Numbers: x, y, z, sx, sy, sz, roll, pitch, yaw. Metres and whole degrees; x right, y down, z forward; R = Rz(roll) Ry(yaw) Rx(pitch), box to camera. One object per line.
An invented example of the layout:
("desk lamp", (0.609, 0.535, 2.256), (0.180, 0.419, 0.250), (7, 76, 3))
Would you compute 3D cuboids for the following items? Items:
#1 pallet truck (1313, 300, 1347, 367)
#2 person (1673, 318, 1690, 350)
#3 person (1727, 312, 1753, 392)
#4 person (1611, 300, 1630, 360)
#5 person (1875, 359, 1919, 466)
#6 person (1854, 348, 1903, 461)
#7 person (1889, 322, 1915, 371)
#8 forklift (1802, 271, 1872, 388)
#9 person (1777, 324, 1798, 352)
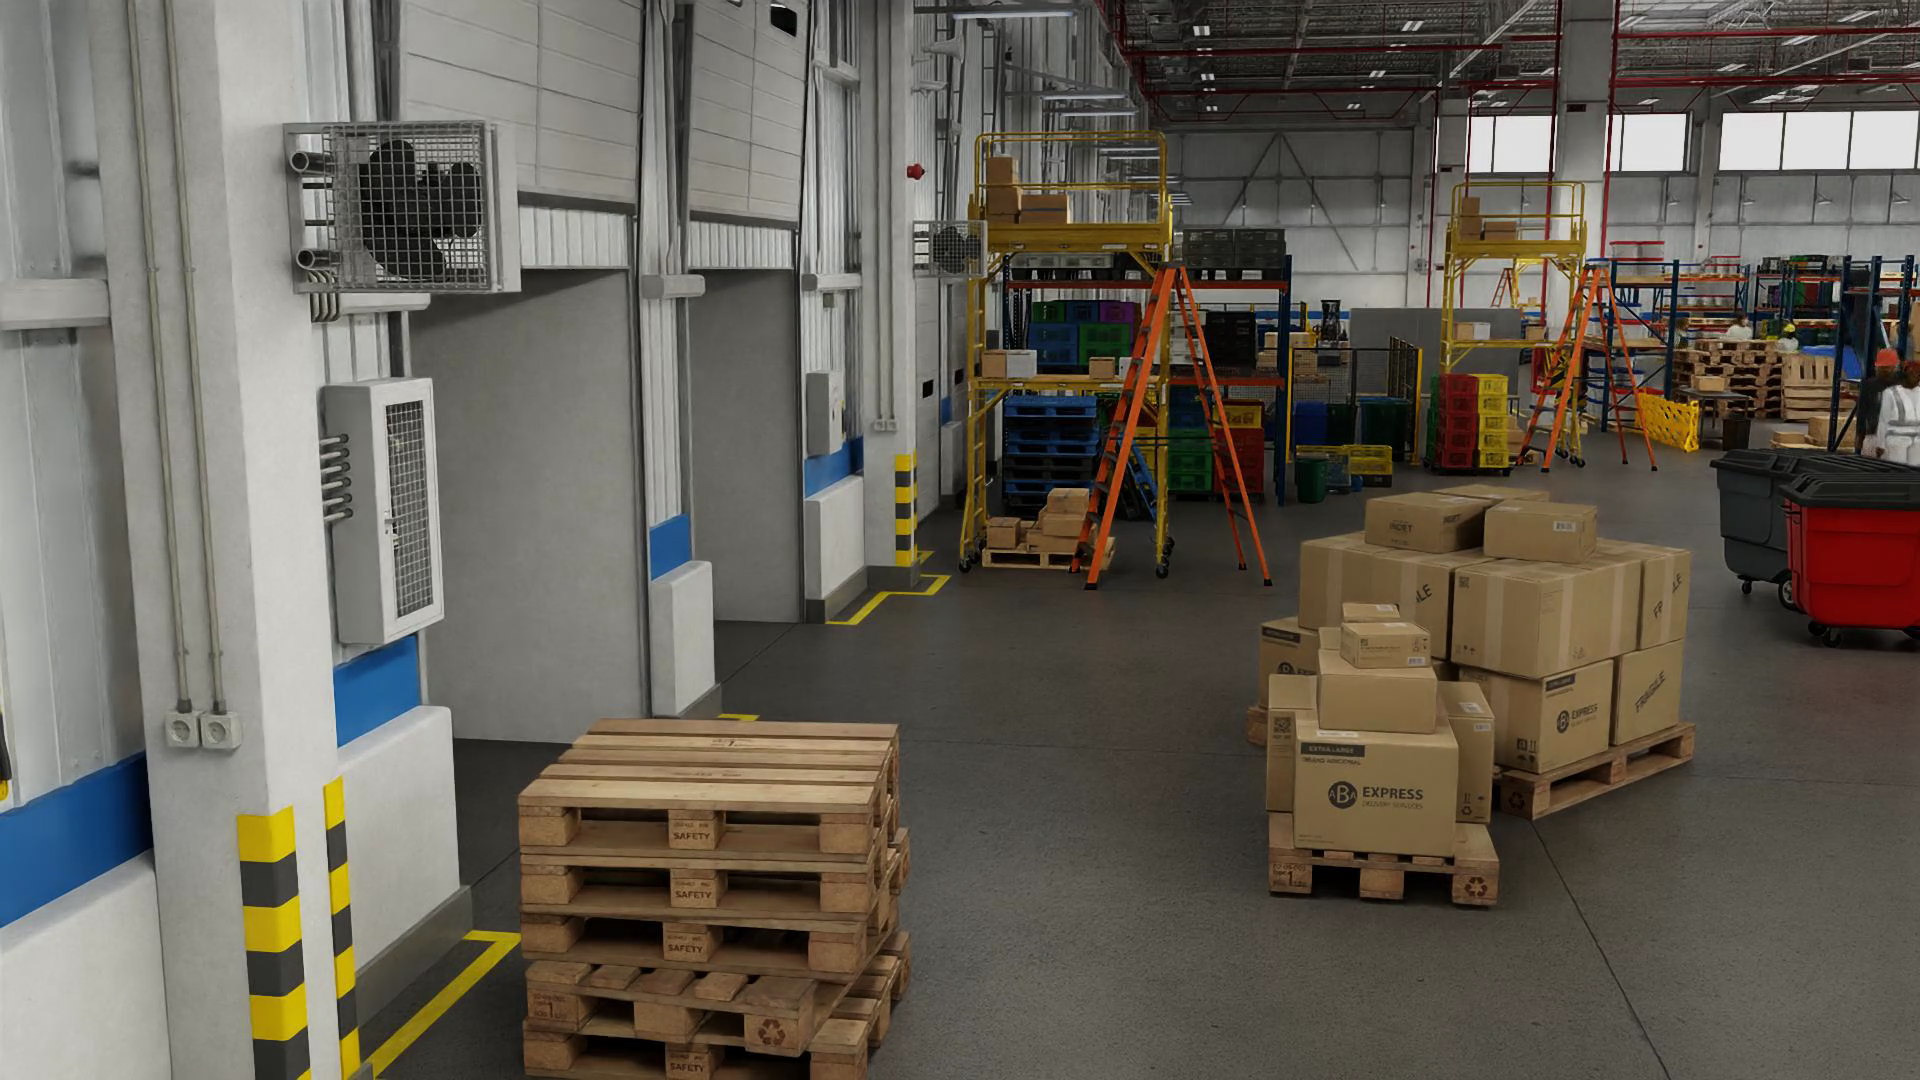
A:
("pallet truck", (11.159, -6.200, 49.718), (0.823, 1.965, 1.885), (4, 10, 26))
("person", (15.843, -3.942, 36.381), (0.512, 1.813, 0.869), (-6, 11, -31))
("person", (17.254, -4.074, 36.819), (0.652, 1.926, 0.471), (-3, 10, -17))
("person", (20.949, -6.624, 52.637), (0.603, 1.905, 0.701), (-9, 13, -43))
("person", (10.544, -1.090, 18.583), (0.578, 1.871, 0.484), (-2, 10, -15))
("person", (10.560, -1.211, 19.047), (0.488, 1.966, 0.681), (-6, 11, -35))
("person", (17.352, -3.072, 30.724), (0.427, 1.908, 0.673), (-2, 9, -10))
("forklift", (20.554, -4.784, 38.272), (1.873, 2.768, 1.129), (1, 9, 9))
("person", (17.825, -3.820, 35.954), (0.490, 1.704, 0.874), (-1, 9, -5))
